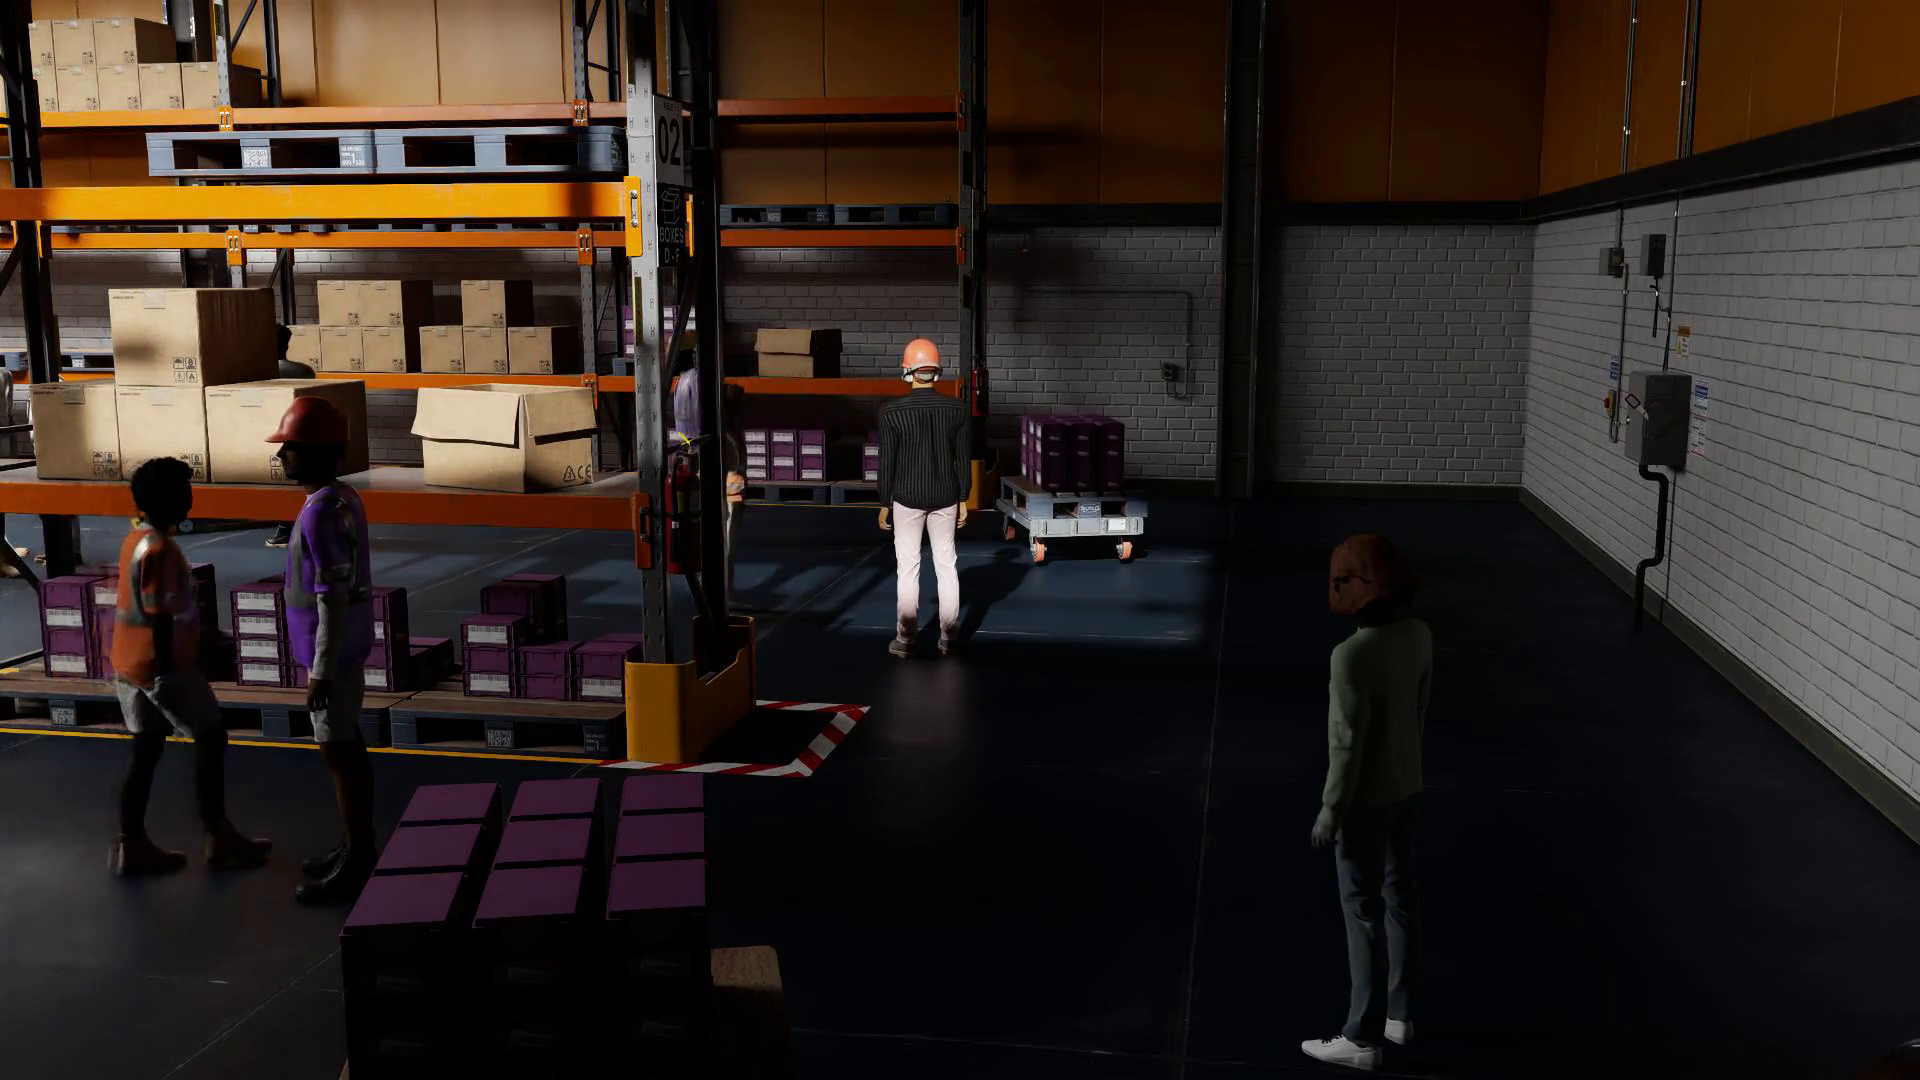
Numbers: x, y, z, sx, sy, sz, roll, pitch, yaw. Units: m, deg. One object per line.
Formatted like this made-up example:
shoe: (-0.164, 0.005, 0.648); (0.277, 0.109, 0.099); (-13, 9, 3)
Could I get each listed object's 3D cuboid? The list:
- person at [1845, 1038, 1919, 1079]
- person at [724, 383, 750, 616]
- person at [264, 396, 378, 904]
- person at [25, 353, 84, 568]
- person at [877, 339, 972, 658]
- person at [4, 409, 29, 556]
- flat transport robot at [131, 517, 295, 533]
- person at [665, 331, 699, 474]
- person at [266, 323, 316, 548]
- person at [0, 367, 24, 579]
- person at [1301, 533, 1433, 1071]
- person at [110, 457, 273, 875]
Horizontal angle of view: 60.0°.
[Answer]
person: (0.816, 1.287, 1.387); (0.519, 1.824, 0.671); (-9, 13, -44)
person: (-1.638, -0.278, 11.654); (0.312, 1.638, 0.522); (1, 9, 5)
person: (-2.433, 0.417, 6.397); (0.340, 1.942, 0.552); (-2, 9, -14)
person: (-7.425, -0.714, 13.607); (0.355, 1.883, 0.573); (-7, 12, -37)
person: (-0.225, -0.255, 10.401); (0.611, 1.997, 0.375); (-3, 10, -17)
person: (-8.201, -0.766, 14.054); (0.633, 1.842, 0.429); (8, 12, 41)
flat transport robot: (-6.999, -0.247, 15.689); (1.431, 0.197, 0.652); (-6, 11, -31)
person: (-2.314, -0.880, 14.562); (0.527, 1.908, 0.593); (-3, 10, -19)
person: (-5.917, -0.915, 14.590); (0.373, 1.966, 0.605); (6, 11, 35)
person: (-7.543, -0.679, 12.889); (0.396, 2.044, 0.609); (3, 10, 21)
person: (1.246, 0.788, 5.055); (0.279, 1.633, 0.497); (9, 13, 43)
person: (-3.129, 0.499, 6.713); (0.689, 1.665, 0.546); (-7, 12, -38)
